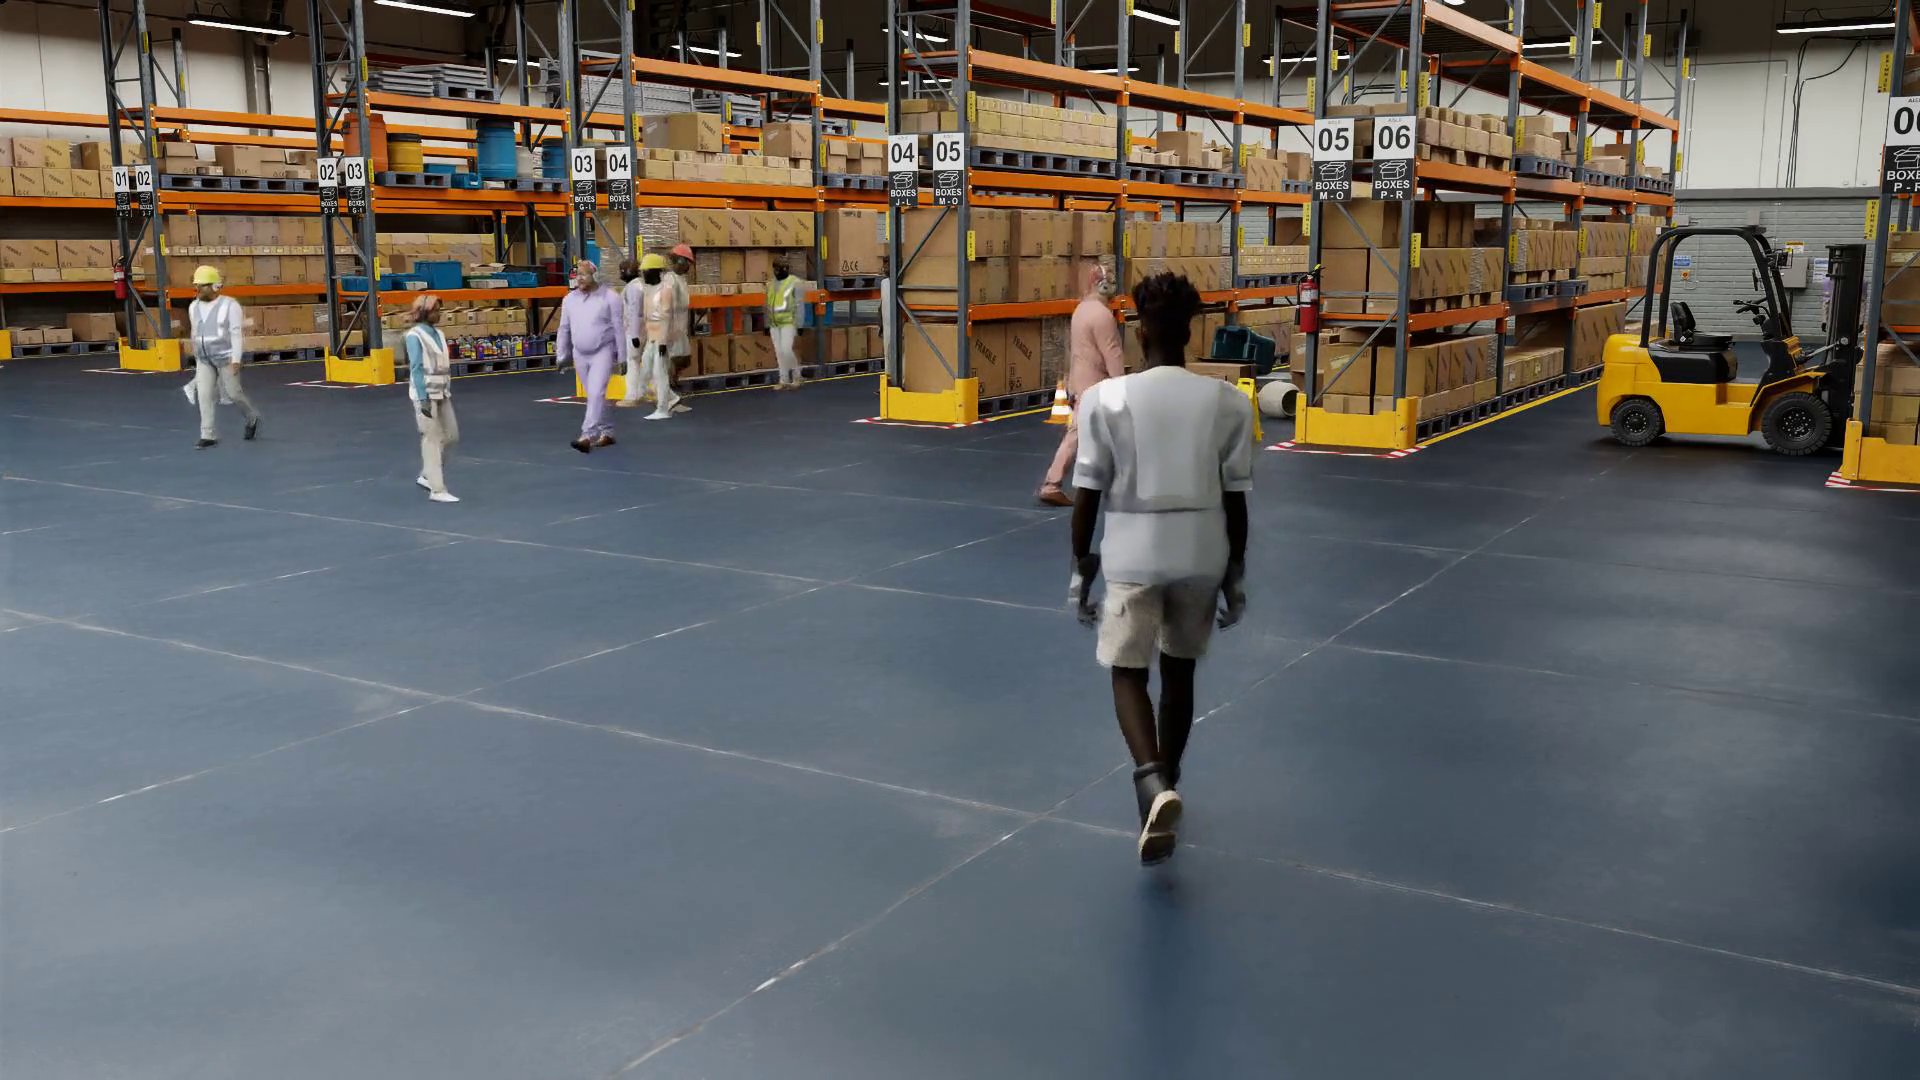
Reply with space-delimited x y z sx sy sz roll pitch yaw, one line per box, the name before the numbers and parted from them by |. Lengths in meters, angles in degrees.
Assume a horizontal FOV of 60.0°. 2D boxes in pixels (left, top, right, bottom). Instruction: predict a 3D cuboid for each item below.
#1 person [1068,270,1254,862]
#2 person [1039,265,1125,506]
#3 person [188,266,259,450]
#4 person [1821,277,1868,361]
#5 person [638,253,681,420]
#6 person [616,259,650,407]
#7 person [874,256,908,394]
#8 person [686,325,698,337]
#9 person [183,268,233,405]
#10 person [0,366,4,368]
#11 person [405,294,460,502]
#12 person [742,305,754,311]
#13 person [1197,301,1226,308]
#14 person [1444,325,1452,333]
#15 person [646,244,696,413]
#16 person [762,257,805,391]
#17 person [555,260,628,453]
person | 0.681 0.083 5.518 0.610 1.942 0.834 -1 10 -5
person | 1.066 -1.177 12.825 1.011 1.857 0.644 -1 10 -6
person | -7.364 -1.829 16.593 0.584 1.811 0.806 2 10 9
person | 12.669 -3.178 23.841 0.589 1.918 0.400 2 10 11
person | -3.471 -2.329 19.114 0.421 1.913 0.585 -6 12 -32
person | -4.051 -2.577 20.739 0.441 1.830 0.636 1 10 4
person | -0.901 -2.864 22.228 0.520 1.865 0.327 8 13 38
person | -5.911 -5.239 35.444 0.719 1.906 0.571 -7 13 -36
person | -9.336 -2.515 20.673 0.697 1.718 0.491 -10 14 -44
person | -15.784 -3.602 26.692 0.529 1.748 0.598 6 12 29
person | -4.127 -1.108 13.039 0.380 1.636 0.532 2 10 11
person | -4.487 -4.976 33.880 0.631 1.927 0.535 7 12 35
person | 4.445 -4.158 29.376 0.614 1.896 0.460 8 13 37
person | 9.590 -4.755 32.693 0.624 1.929 1.069 1 10 4
person | -3.473 -2.524 19.926 0.599 2.011 0.757 2 10 9
person | -2.427 -2.948 22.798 0.623 1.830 0.441 7 13 36
person | -3.629 -1.789 16.252 0.667 1.850 1.007 4 11 19
